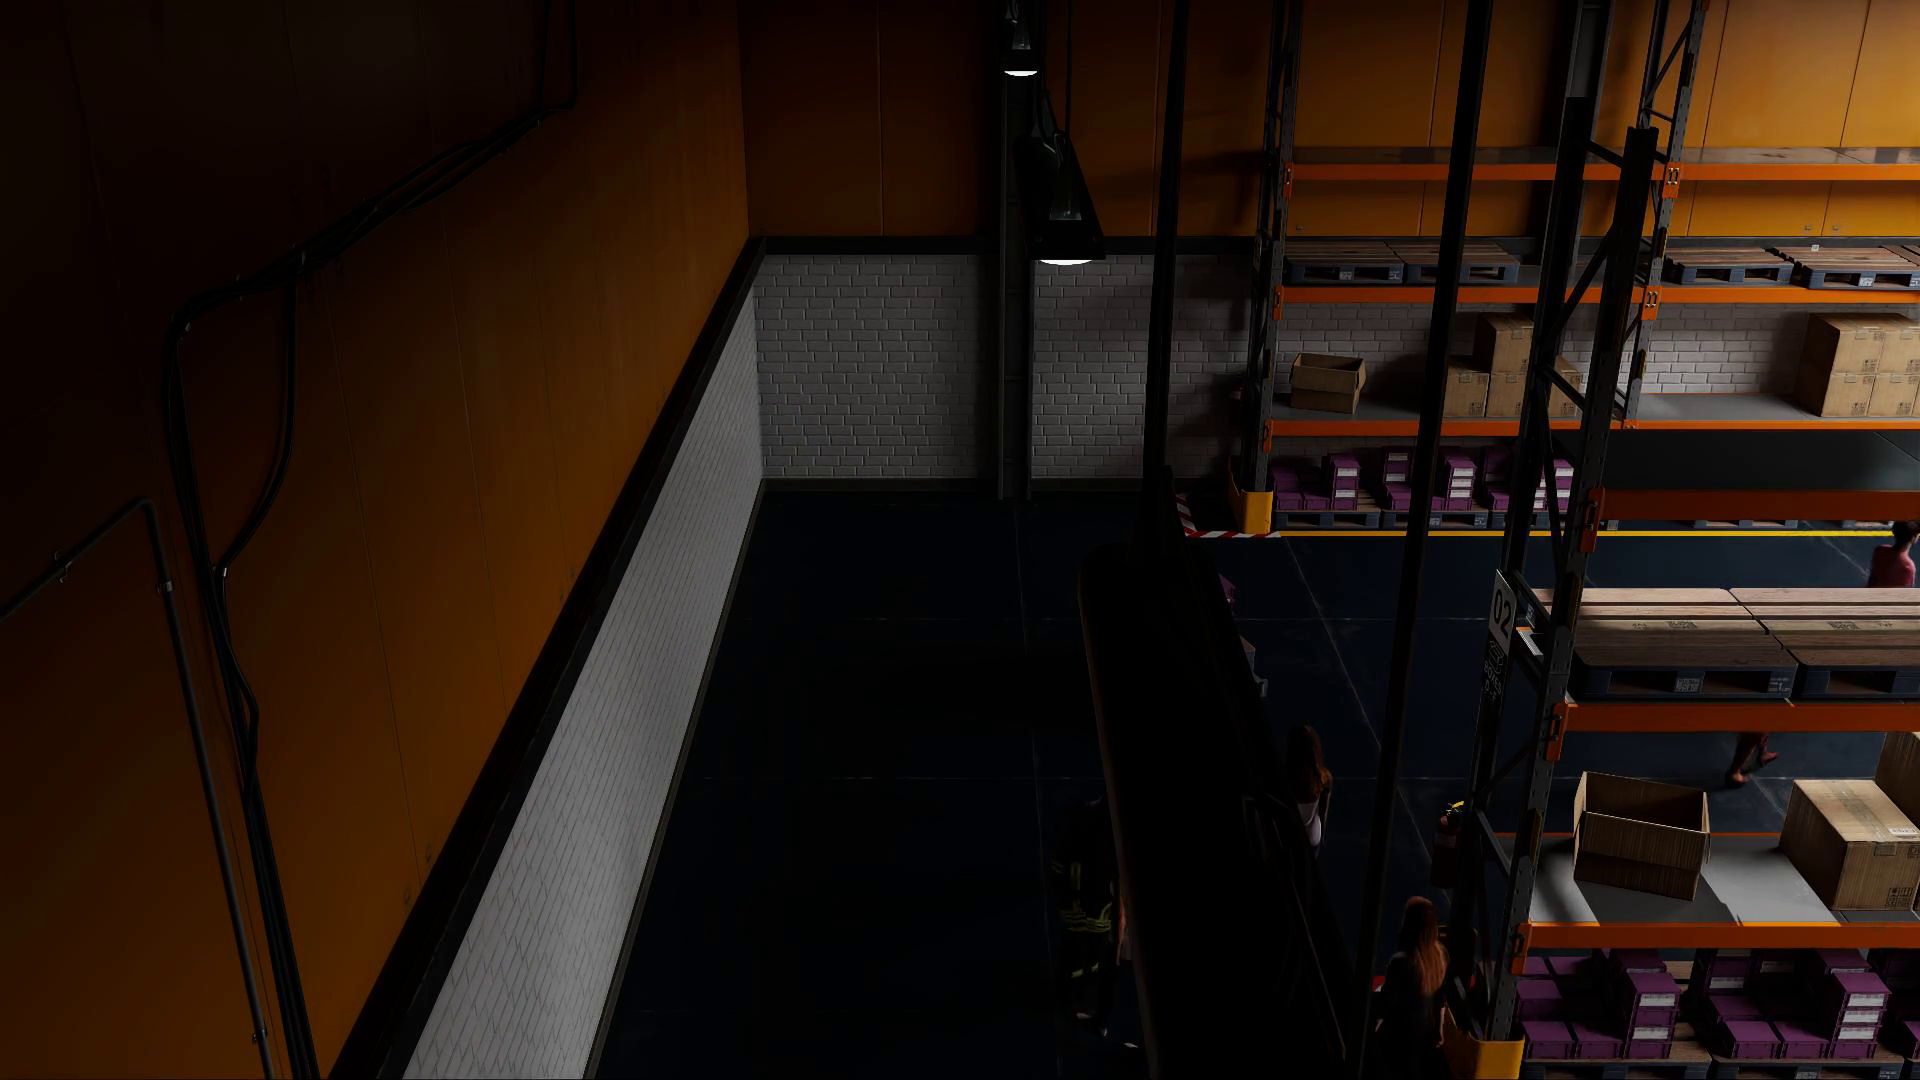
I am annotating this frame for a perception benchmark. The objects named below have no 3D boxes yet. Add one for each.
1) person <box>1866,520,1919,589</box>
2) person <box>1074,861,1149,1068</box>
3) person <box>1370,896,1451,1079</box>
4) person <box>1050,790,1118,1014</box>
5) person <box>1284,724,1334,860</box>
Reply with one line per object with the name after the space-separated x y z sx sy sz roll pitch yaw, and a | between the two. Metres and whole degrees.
7.908 0.706 14.431 1.055 1.944 0.795 -6 24 -13 | person
1.159 2.554 10.433 0.927 1.762 0.969 -19 30 -36 | person
2.683 2.924 9.701 1.171 1.670 1.160 -18 30 -36 | person
0.868 2.279 11.043 0.687 1.776 0.870 7 25 15 | person
2.336 2.077 11.566 0.483 1.728 0.654 -1 24 -3 | person
